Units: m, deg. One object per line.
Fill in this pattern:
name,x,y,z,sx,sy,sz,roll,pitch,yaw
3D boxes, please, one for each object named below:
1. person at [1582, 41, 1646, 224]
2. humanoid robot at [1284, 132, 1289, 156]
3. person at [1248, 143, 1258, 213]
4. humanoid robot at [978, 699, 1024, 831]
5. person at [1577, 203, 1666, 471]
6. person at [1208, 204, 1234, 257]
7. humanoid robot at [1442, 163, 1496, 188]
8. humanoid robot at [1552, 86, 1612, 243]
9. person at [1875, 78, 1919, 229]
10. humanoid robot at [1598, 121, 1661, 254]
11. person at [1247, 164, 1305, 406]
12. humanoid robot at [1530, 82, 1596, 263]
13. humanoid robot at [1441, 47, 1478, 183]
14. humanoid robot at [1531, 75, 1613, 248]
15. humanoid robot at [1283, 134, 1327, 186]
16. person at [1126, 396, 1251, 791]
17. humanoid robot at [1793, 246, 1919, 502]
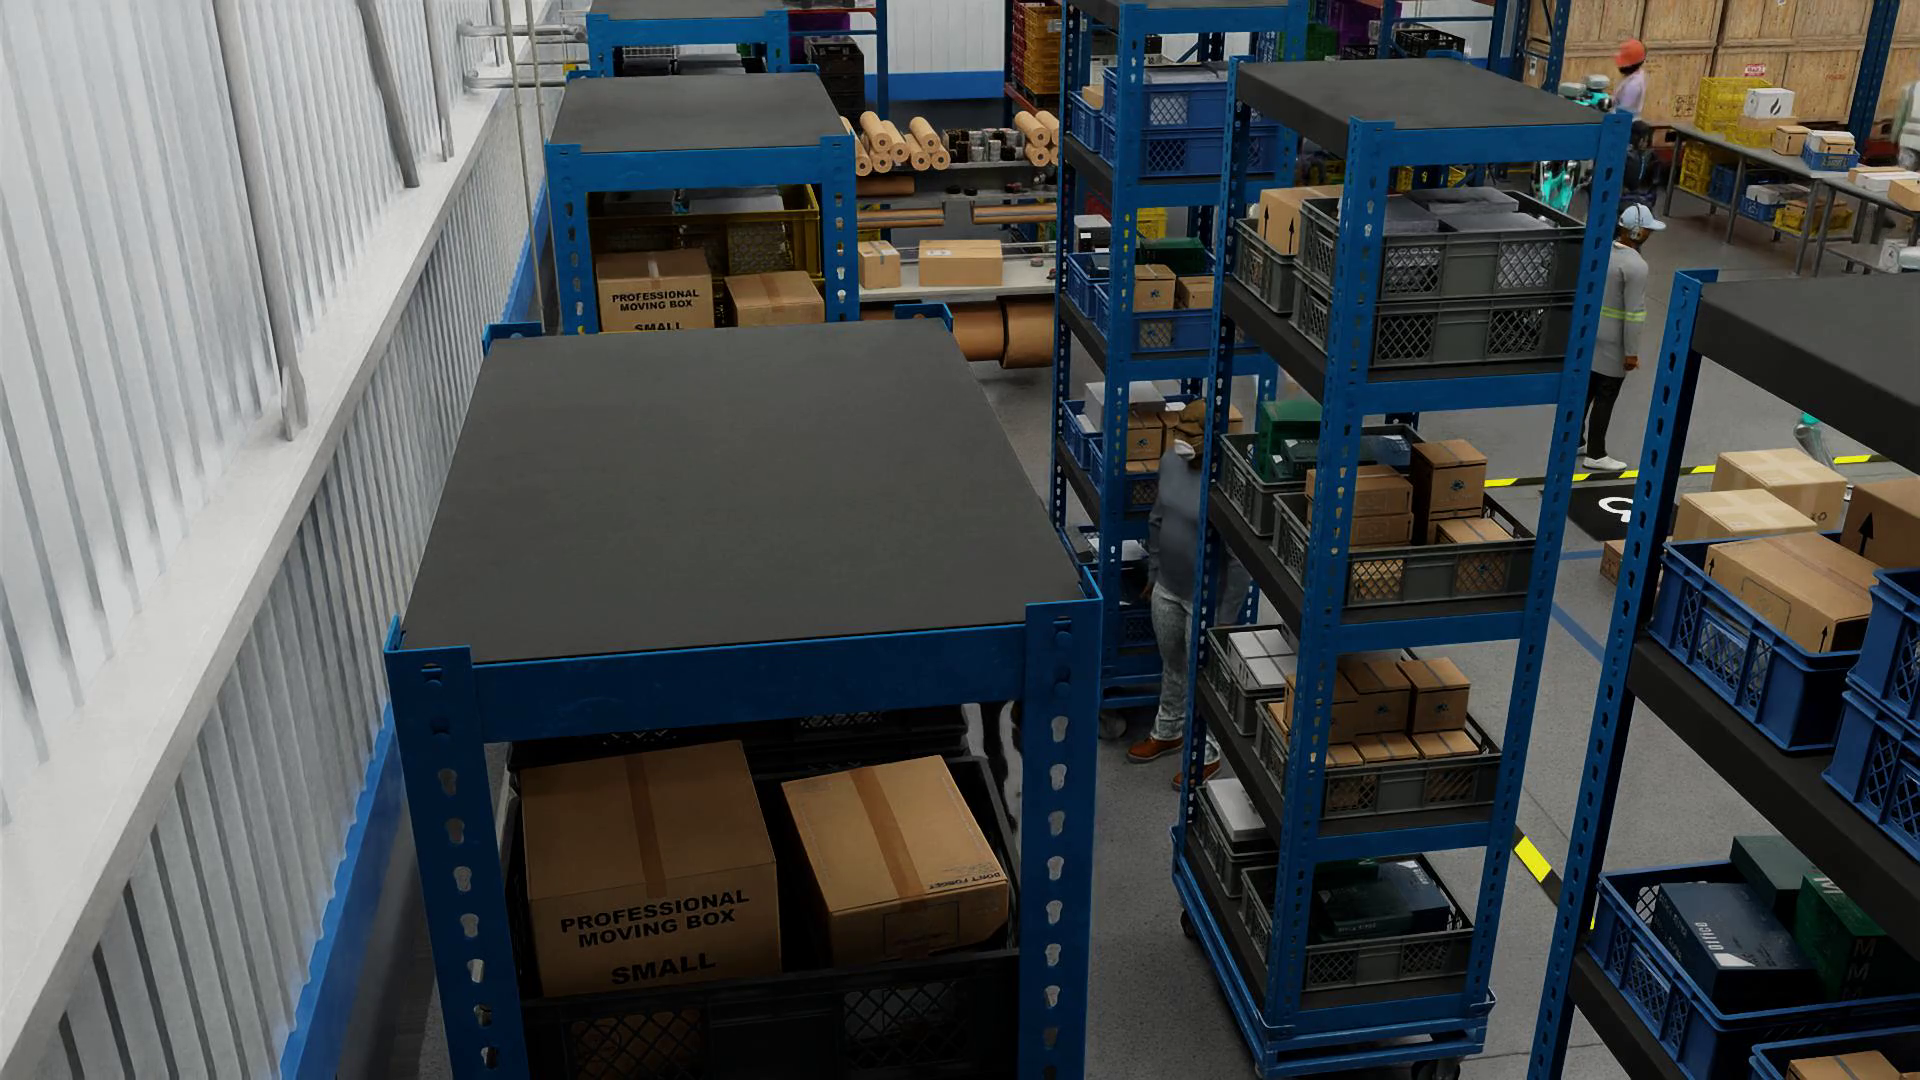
person,6.941,-4.284,17.576,0.420,1.976,0.706,11,27,23
humanoid robot,3.167,-3.752,16.603,0.531,1.725,0.725,22,32,39
person,2.833,-3.285,15.567,0.404,1.833,0.587,4,25,9
humanoid robot,0.208,0.529,7.459,0.585,1.653,0.337,-11,27,-22
person,4.510,-1.397,11.441,0.398,1.850,0.596,-5,25,-10
person,2.615,-3.741,16.500,0.572,1.883,0.356,-2,25,-3
humanoid robot,5.124,-3.774,16.799,0.599,1.657,0.315,3,25,6
humanoid robot,6.341,-3.812,16.928,0.607,1.628,0.488,7,26,15
person,10.016,-4.159,17.371,0.696,1.912,0.652,-20,31,-36
humanoid robot,6.059,-3.000,15.158,0.589,1.630,0.714,-5,25,-11
person,2.472,-1.954,12.718,0.648,1.794,0.899,9,26,19
humanoid robot,5.774,-3.446,16.145,0.532,1.858,0.805,10,27,21
humanoid robot,5.351,-4.705,18.817,0.539,1.743,1.048,-21,32,-38
humanoid robot,6.048,-3.753,16.708,0.752,1.777,0.539,-2,25,-4
humanoid robot,2.982,-2.902,14.907,0.595,1.649,0.354,8,26,18
person,1.087,0.251,7.757,0.373,1.940,0.627,-16,29,-31
humanoid robot,5.770,-1.105,10.779,0.735,1.681,0.533,15,28,29
